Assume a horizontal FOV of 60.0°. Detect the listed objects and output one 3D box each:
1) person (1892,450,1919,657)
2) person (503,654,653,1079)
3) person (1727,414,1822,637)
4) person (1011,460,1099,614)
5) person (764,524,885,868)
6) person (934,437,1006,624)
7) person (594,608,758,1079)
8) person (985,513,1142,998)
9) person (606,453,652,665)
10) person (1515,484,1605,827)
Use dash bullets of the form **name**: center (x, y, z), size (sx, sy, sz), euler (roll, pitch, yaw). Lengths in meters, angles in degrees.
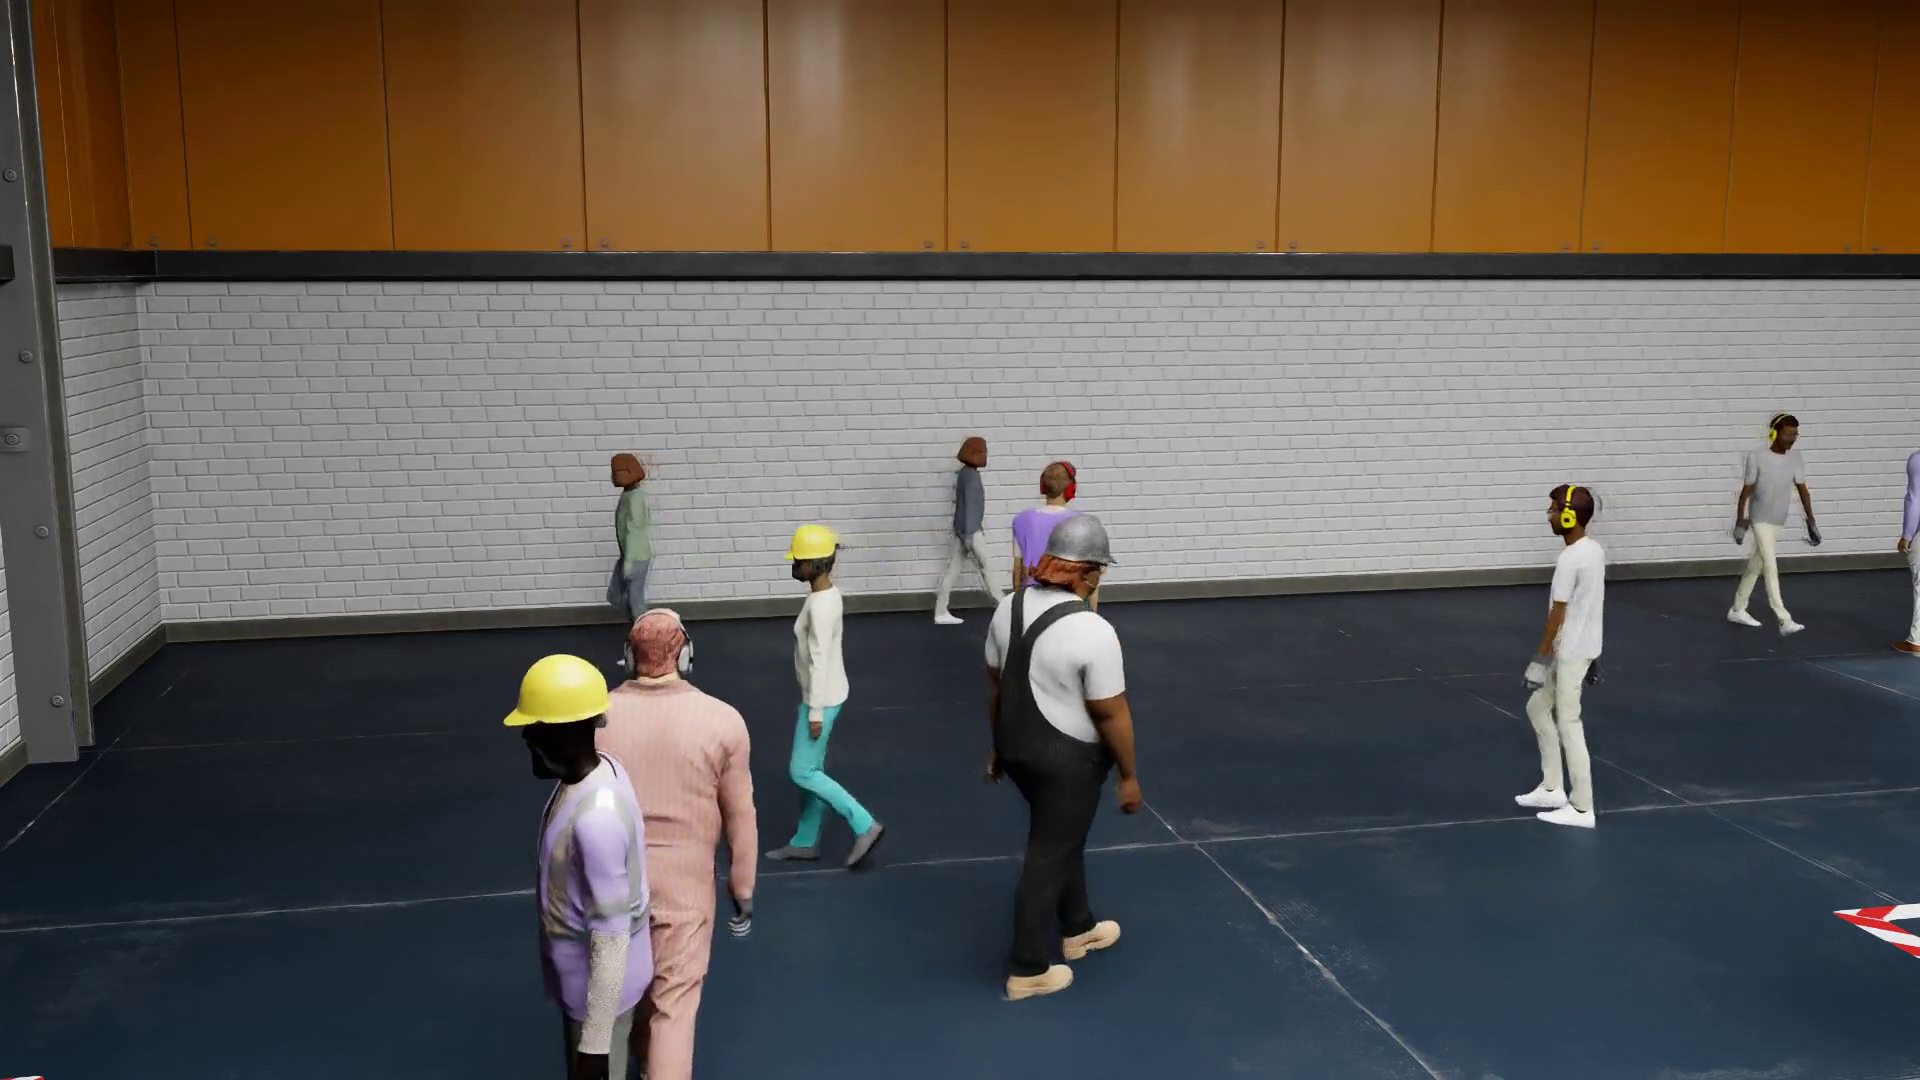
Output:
- **person**: center (7.542, -0.057, 12.834), size (0.630, 1.940, 0.373), euler (-1, 9, -8)
- **person**: center (-1.084, 1.268, 4.798), size (0.384, 1.924, 0.595), euler (-3, 10, -17)
- **person**: center (6.697, -0.123, 13.615), size (0.548, 1.807, 0.990), euler (-2, 10, -14)
- **person**: center (0.578, 0.438, 10.117), size (0.566, 1.849, 0.389), euler (5, 11, 28)
- **person**: center (-0.700, 0.783, 8.271), size (0.561, 1.757, 0.543), euler (0, 9, 0)
- **person**: center (0.165, -0.073, 13.967), size (0.839, 1.582, 0.524), euler (-2, 9, -10)
- **person**: center (-1.029, 1.168, 5.739), size (0.656, 1.832, 1.076), euler (0, 9, 2)
- **person**: center (0.517, 0.862, 6.924), size (0.856, 2.000, 0.715), euler (-6, 11, -32)
- **person**: center (-2.500, 0.153, 12.532), size (0.342, 1.620, 0.499), euler (-4, 10, -21)
- **person**: center (3.195, 0.626, 8.954), size (0.621, 1.852, 0.532), euler (6, 11, 31)
